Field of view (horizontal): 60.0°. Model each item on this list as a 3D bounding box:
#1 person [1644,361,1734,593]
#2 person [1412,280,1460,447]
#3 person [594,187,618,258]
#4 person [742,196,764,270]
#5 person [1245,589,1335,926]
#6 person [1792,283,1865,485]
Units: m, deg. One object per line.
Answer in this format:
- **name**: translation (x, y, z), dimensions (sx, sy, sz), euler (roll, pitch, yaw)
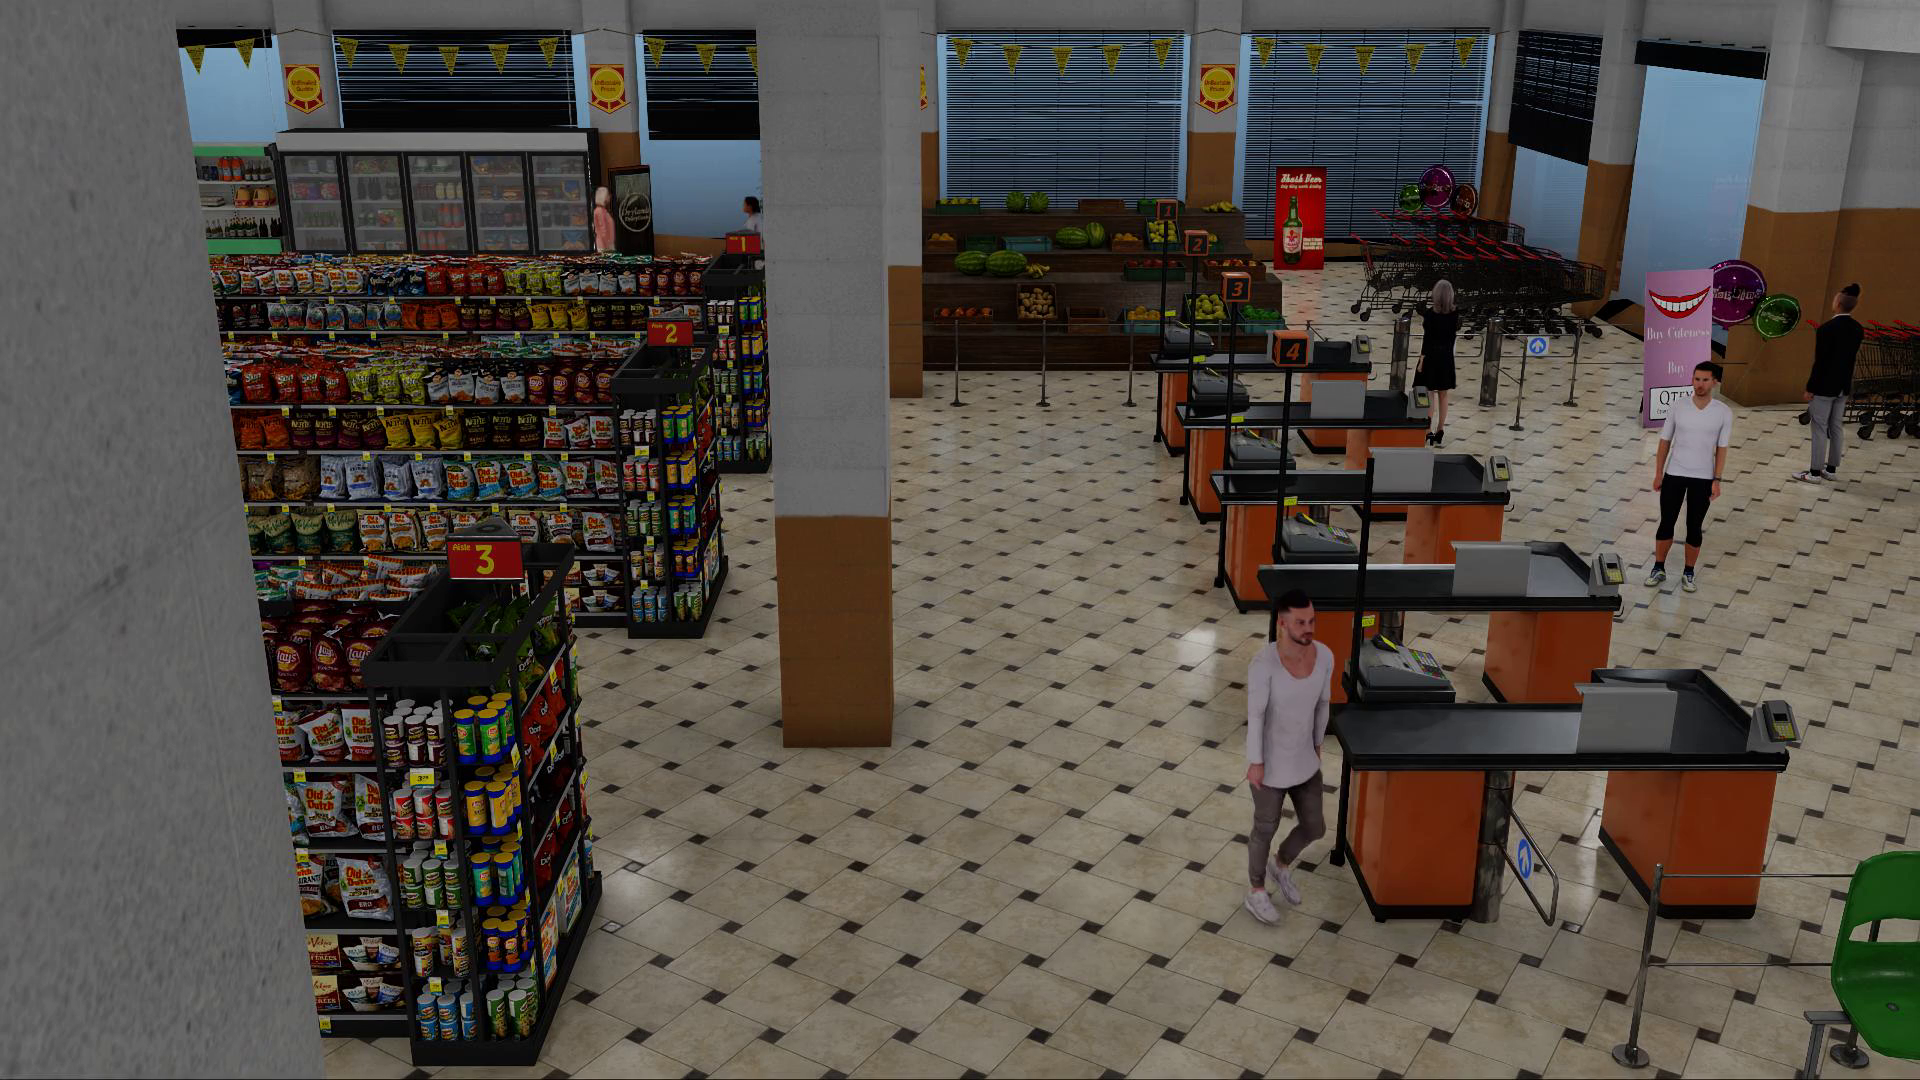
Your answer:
- **person**: translation (5.832, -0.524, 13.300), dimensions (0.674, 1.852, 0.809), euler (9, 21, 25)
- **person**: translation (5.001, -1.867, 17.448), dimensions (0.623, 1.747, 0.738), euler (-7, 20, -20)
- **person**: translation (-5.467, -4.479, 25.261), dimensions (1.004, 1.704, 0.625), euler (-1, 19, -4)
- **person**: translation (-2.923, -4.090, 24.093), dimensions (0.960, 1.714, 0.629), euler (1, 19, 2)
- **person**: translation (1.623, 1.084, 8.573), dimensions (0.713, 1.826, 0.832), euler (-6, 20, -18)
- **person**: translation (8.442, -1.520, 16.102), dimensions (0.683, 1.949, 0.851), euler (-8, 20, -22)
